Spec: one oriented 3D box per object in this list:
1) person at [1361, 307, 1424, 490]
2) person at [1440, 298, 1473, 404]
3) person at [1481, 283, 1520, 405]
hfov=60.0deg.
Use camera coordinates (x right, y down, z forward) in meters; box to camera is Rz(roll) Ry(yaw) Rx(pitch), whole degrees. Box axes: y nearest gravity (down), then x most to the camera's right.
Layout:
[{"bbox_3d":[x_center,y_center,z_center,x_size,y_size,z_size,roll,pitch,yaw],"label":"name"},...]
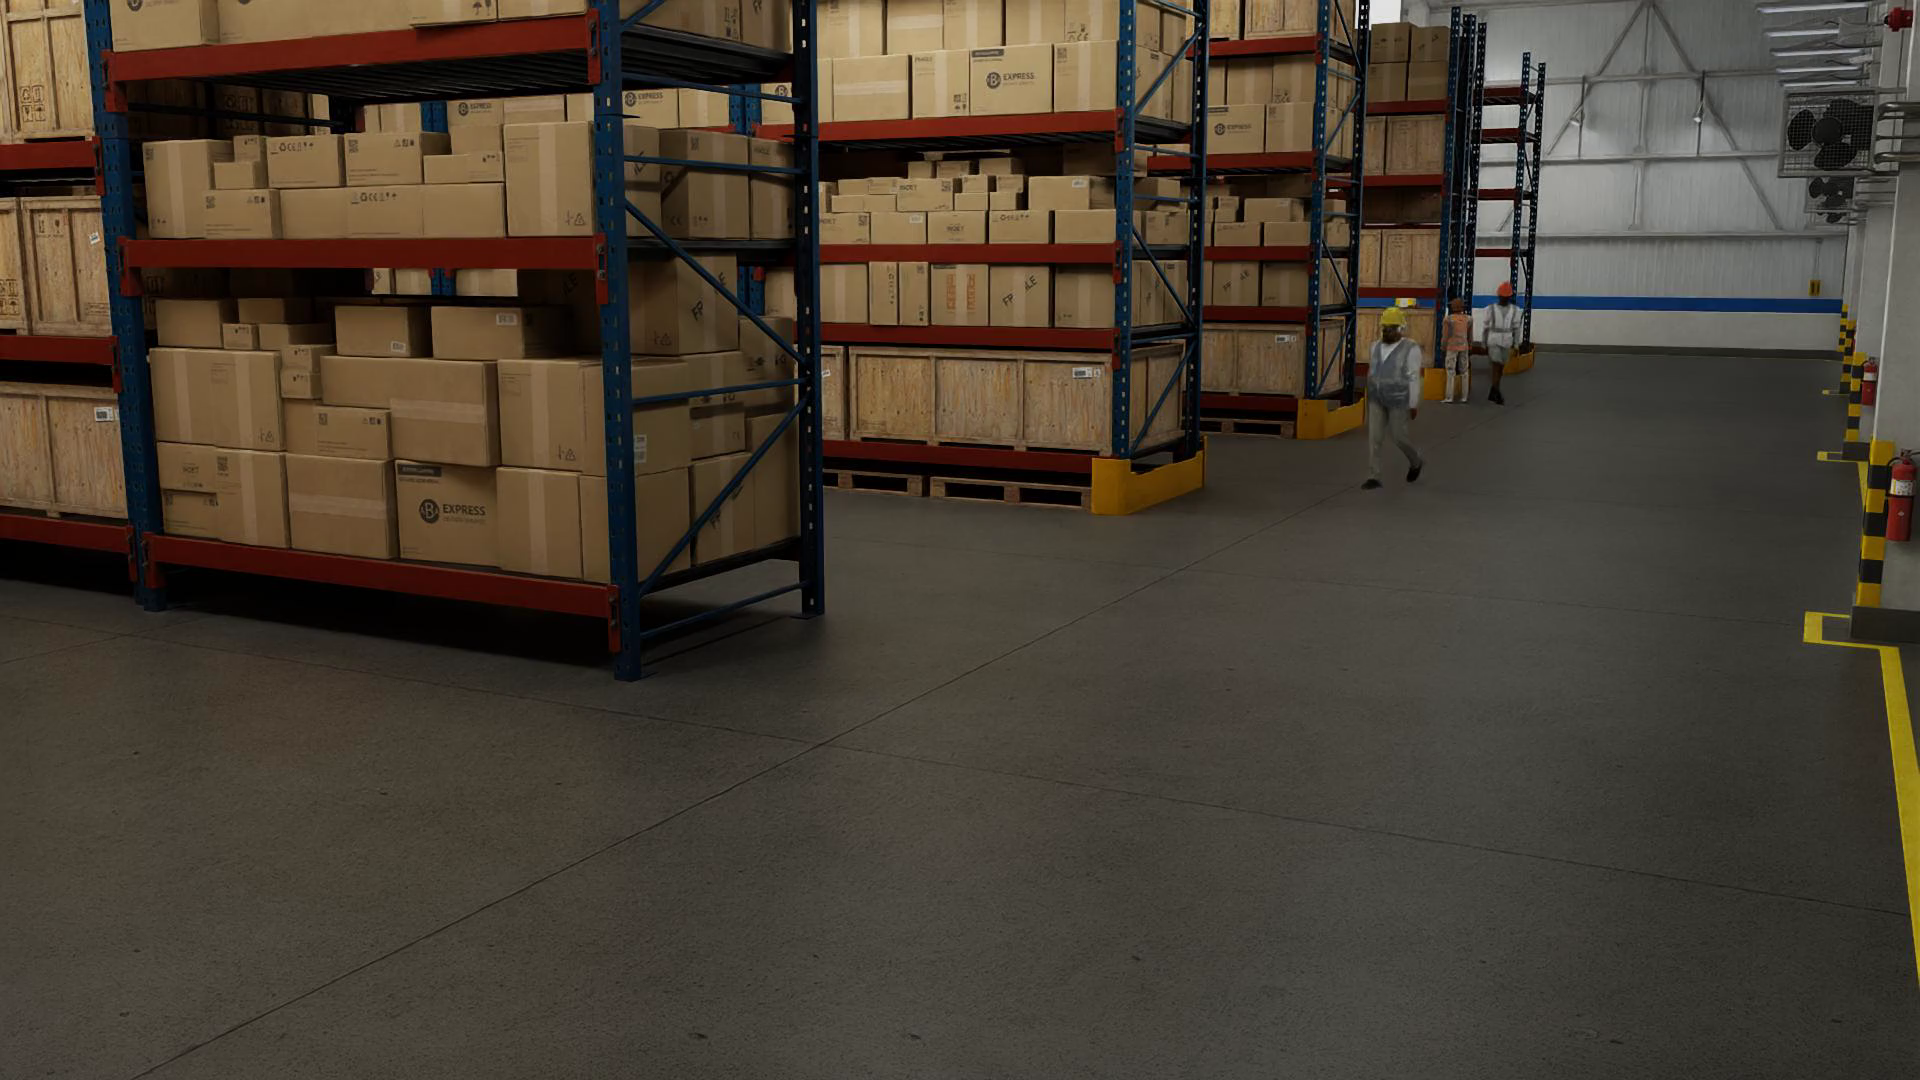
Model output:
[{"bbox_3d":[4.318,-1.410,16.512,0.748,1.811,0.599,-9,13,-41],"label":"person"},{"bbox_3d":[7.702,-2.928,25.799,0.515,1.636,0.315,-1,10,-8],"label":"person"},{"bbox_3d":[8.428,-3.075,25.972,0.550,1.882,1.014,1,10,3],"label":"person"}]
